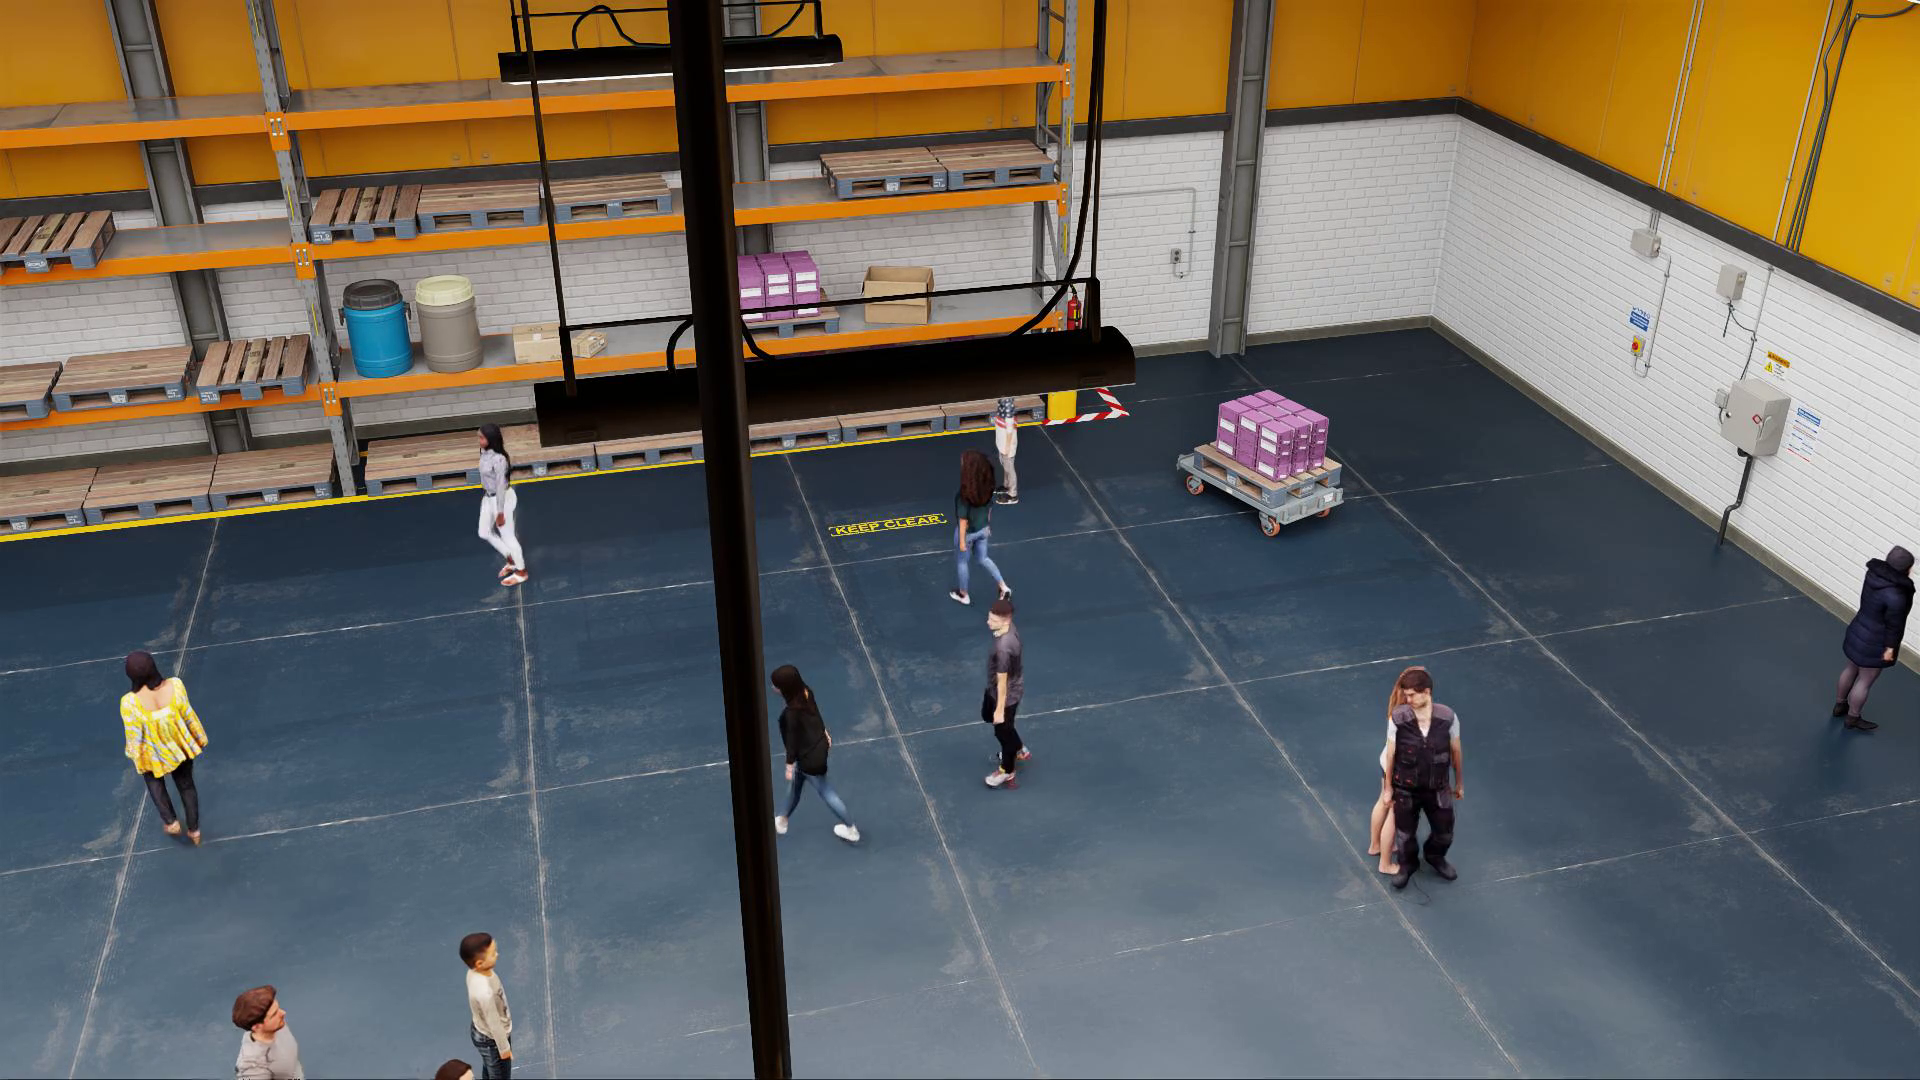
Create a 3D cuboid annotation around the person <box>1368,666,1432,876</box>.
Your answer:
[{"bbox_3d":[3.200,1.657,12.143,0.605,1.732,0.635,-2,29,-3],"label":"person"}]

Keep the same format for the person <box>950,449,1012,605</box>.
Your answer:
[{"bbox_3d":[0.184,-0.064,15.437,0.932,1.600,0.961,24,37,37],"label":"person"}]

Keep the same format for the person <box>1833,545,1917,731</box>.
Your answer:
[{"bbox_3d":[7.565,0.795,13.784,0.725,1.674,0.734,0,29,0],"label":"person"}]

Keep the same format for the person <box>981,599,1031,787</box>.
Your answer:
[{"bbox_3d":[0.358,1.179,13.007,0.667,1.745,0.726,0,29,0],"label":"person"}]

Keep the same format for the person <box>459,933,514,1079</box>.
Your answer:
[{"bbox_3d":[-2.827,2.963,10.028,0.560,1.465,0.580,-13,31,-22],"label":"person"}]

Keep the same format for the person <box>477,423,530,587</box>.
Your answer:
[{"bbox_3d":[-4.304,-0.357,15.862,0.714,1.708,0.701,-17,33,-29],"label":"person"}]

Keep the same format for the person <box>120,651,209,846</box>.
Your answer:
[{"bbox_3d":[-5.871,1.592,12.361,0.848,1.638,0.923,-24,37,-37],"label":"person"}]

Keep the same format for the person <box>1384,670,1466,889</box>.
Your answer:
[{"bbox_3d":[3.318,1.748,11.906,0.765,1.799,0.969,-2,29,-4],"label":"person"}]

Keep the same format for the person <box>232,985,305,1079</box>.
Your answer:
[{"bbox_3d":[-3.798,3.207,9.151,1.028,1.878,0.694,-5,29,-8],"label":"person"}]

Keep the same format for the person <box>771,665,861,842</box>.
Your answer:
[{"bbox_3d":[-1.052,1.603,12.395,1.133,1.586,0.886,7,29,12],"label":"person"}]

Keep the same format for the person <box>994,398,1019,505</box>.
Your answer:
[{"bbox_3d":[0.491,-1.085,17.478,0.484,1.437,0.516,-5,29,-10],"label":"person"}]
